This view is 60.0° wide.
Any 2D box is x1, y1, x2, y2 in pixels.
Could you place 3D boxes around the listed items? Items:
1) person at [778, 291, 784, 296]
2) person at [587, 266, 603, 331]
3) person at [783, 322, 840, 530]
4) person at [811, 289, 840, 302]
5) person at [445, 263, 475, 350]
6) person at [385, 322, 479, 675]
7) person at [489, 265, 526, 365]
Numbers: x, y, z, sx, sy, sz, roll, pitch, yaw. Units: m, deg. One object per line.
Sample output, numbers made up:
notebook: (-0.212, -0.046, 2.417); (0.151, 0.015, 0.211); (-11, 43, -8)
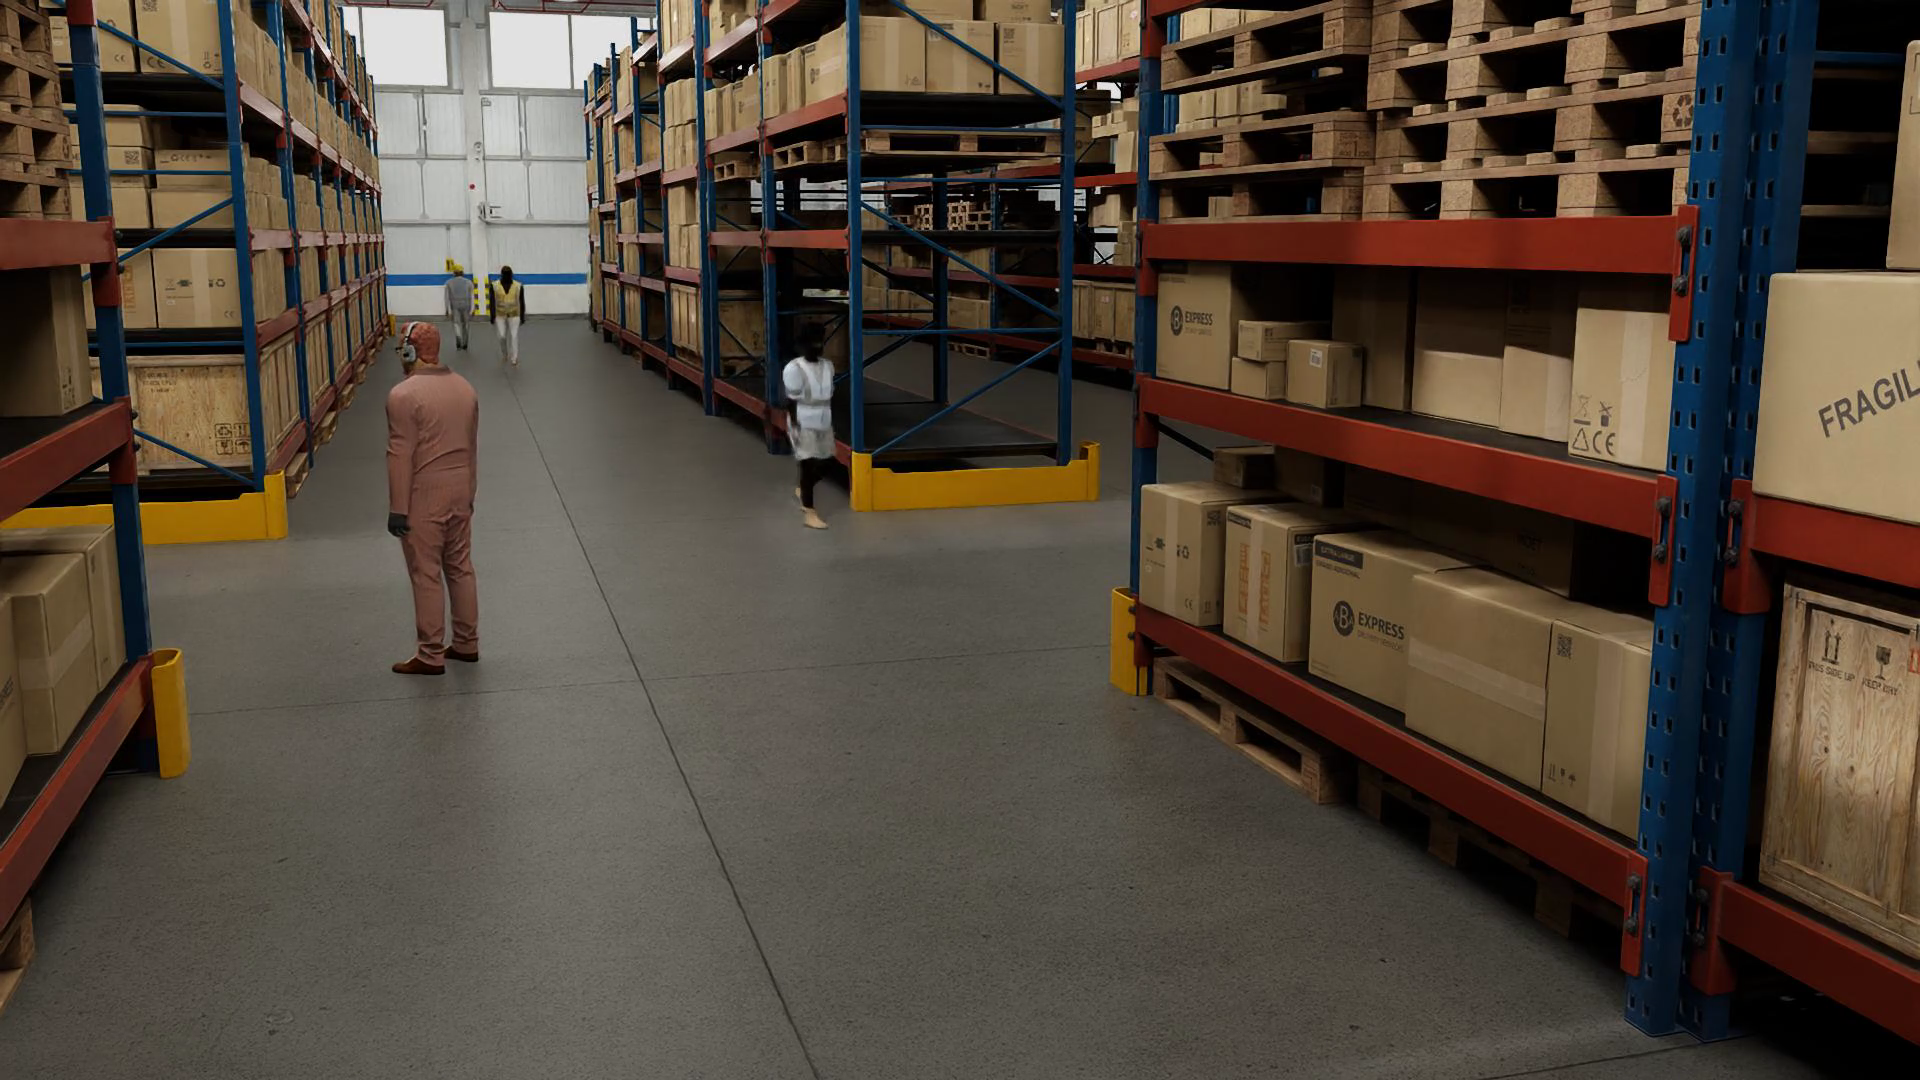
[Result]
person: (-4.714, -6.530, 43.546); (0.911, 1.910, 0.595); (0, 10, -2)
person: (-9.029, -6.225, 41.668); (0.704, 1.970, 0.653); (-3, 11, -15)
person: (-1.234, -0.930, 13.459); (0.456, 1.679, 0.535); (10, 14, 43)
person: (-2.288, -3.693, 28.372); (0.525, 1.769, 0.327); (-3, 11, -16)
person: (-10.367, -4.838, 34.513); (0.602, 1.815, 0.606); (-4, 11, -20)
person: (-2.876, -0.227, 9.020); (0.399, 1.899, 0.646); (4, 11, 20)
person: (-8.284, -4.107, 30.479); (0.662, 1.823, 0.507); (-3, 11, -15)
